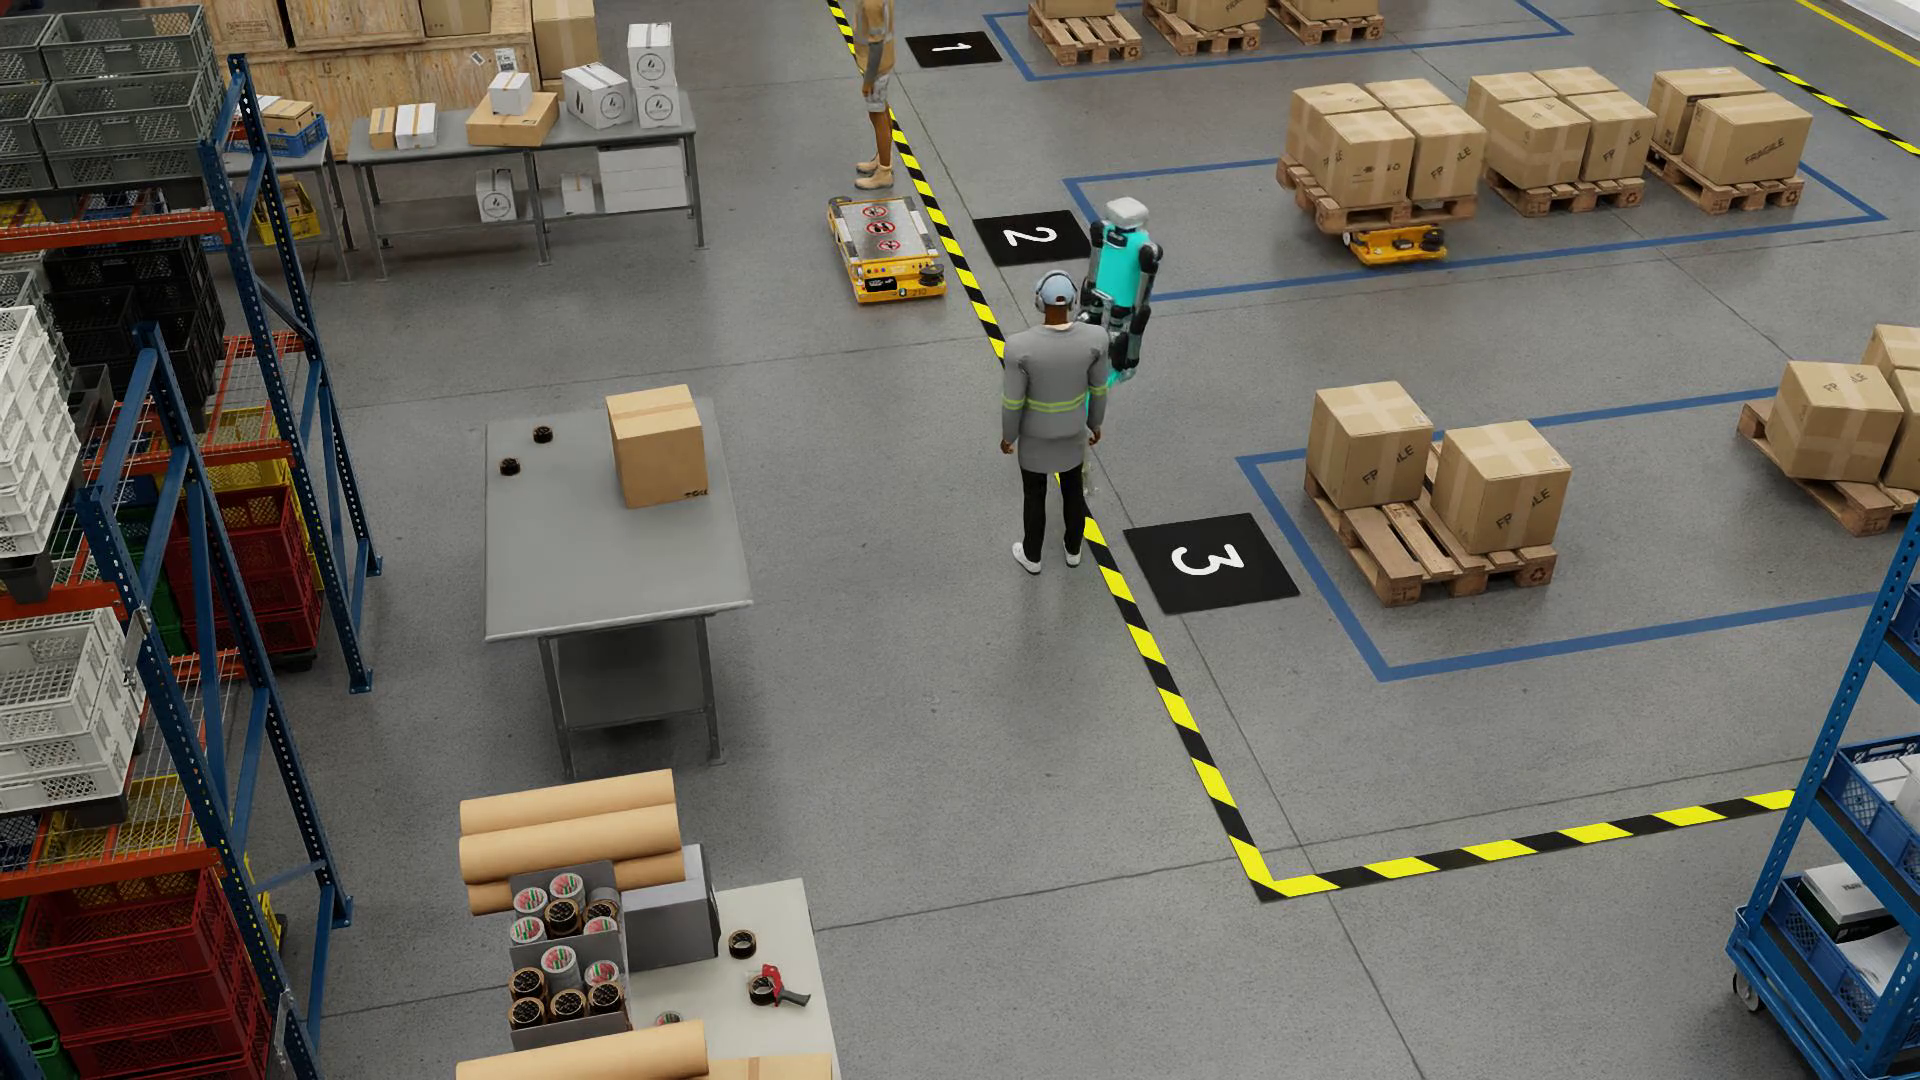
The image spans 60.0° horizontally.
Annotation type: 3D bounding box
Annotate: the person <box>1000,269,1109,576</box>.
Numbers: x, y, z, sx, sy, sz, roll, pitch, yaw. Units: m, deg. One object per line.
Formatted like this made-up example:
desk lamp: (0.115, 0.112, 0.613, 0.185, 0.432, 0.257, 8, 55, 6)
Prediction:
person: (0.498, -0.640, 9.088, 0.597, 1.850, 0.395, -9, 38, -11)

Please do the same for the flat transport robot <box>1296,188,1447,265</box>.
flat transport robot: (3.195, -2.579, 12.997, 0.652, 0.197, 1.431, -8, 37, -10)

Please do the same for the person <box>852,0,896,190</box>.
person: (-0.699, -3.774, 13.143, 0.378, 2.041, 0.603, 1, 37, 2)

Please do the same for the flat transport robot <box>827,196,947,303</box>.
flat transport robot: (-0.570, -2.220, 12.538, 0.659, 0.231, 1.431, -8, 37, -10)

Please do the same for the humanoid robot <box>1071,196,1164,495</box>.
humanoid robot: (0.738, -1.087, 9.811, 0.810, 1.794, 0.535, -25, 43, -29)
